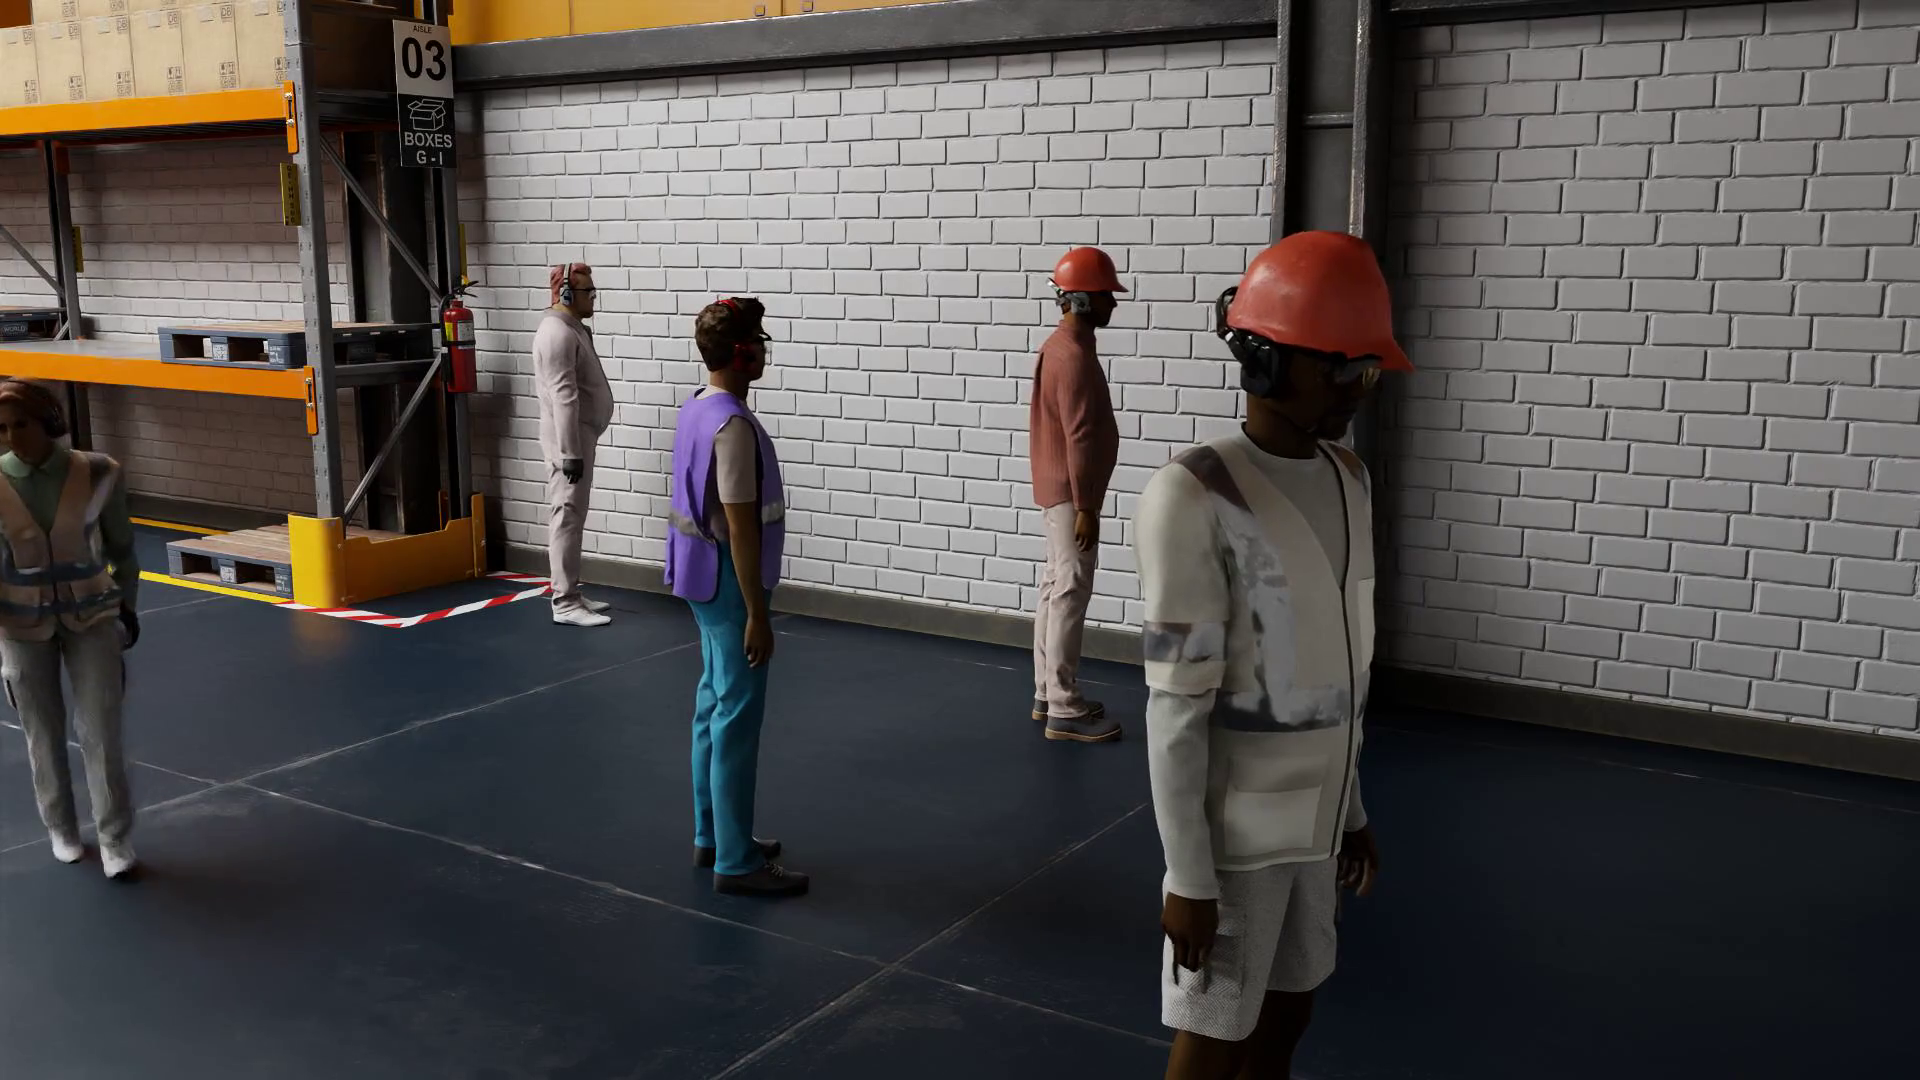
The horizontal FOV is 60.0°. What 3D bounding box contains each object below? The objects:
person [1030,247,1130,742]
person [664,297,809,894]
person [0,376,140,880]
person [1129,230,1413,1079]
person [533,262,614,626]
[{"bbox_3d":[0.481,-0.187,6.790,0.392,1.992,0.623,-1,10,-5],"label":"person"},{"bbox_3d":[-0.718,0.176,5.182,0.379,1.849,0.570,-4,11,-20],"label":"person"},{"bbox_3d":[-2.854,0.286,5.235,0.532,1.606,0.668,-6,12,-30],"label":"person"},{"bbox_3d":[0.558,0.494,2.905,0.387,2.038,0.605,9,13,40],"label":"person"},{"bbox_3d":[-2.031,-0.507,8.811,0.402,1.906,0.652,-2,10,-12],"label":"person"}]
